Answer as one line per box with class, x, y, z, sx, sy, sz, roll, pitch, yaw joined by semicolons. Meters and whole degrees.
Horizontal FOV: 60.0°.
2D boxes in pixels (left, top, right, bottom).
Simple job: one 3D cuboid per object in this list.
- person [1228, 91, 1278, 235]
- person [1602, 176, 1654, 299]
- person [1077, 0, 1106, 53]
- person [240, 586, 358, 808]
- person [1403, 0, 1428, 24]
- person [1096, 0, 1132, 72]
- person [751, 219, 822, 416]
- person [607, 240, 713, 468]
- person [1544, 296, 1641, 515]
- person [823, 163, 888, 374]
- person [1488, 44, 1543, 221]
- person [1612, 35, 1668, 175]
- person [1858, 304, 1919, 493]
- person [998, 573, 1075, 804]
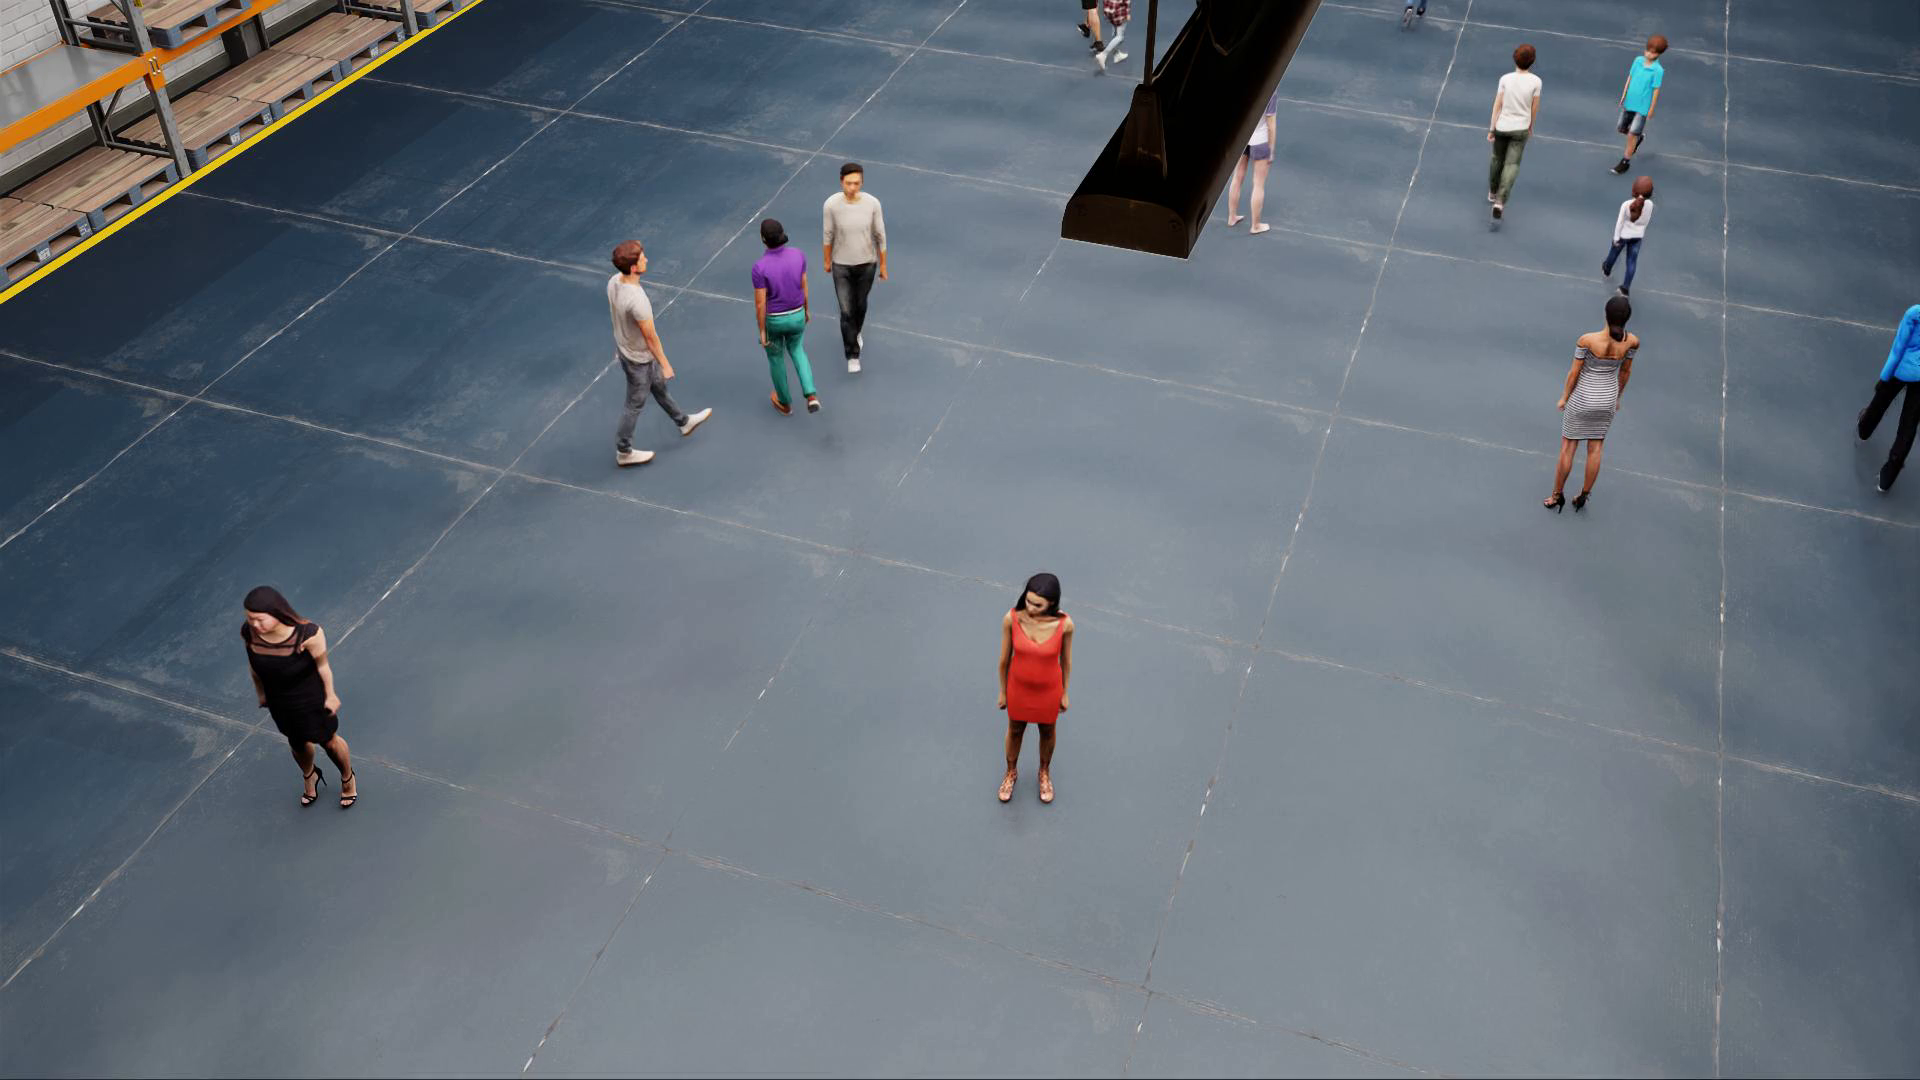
person;2.753;-3.737;15.600;0.669;1.767;0.682;31;48;33
person;6.003;-2.700;14.849;0.583;1.084;0.847;3;39;3
person;1.558;-6.432;19.052;1.071;1.670;1.134;-16;41;-19
person;-3.893;0.928;9.799;0.714;1.716;0.672;4;39;5
person;5.517;-6.797;19.858;0.490;1.235;0.789;14;41;17
person;1.735;-5.953;18.755;0.915;1.292;0.770;-29;47;-31
person;-1.340;-1.687;13.041;0.930;1.758;0.971;-21;43;-24
person;-2.514;-1.364;12.555;1.188;1.860;1.108;-19;42;-22
person;4.595;-0.968;12.094;0.659;1.816;0.640;1;39;1
person;-0.887;-2.359;13.861;0.984;1.784;1.169;-7;39;-8
person;5.261;-3.870;15.877;0.593;1.630;1.075;16;41;19
person;6.855;-4.408;16.710;0.870;1.431;0.787;-17;42;-21
person;7.110;-1.155;12.383;0.632;1.747;1.124;13;40;15
person;0.444;0.863;9.880;0.635;1.718;0.613;3;39;3
